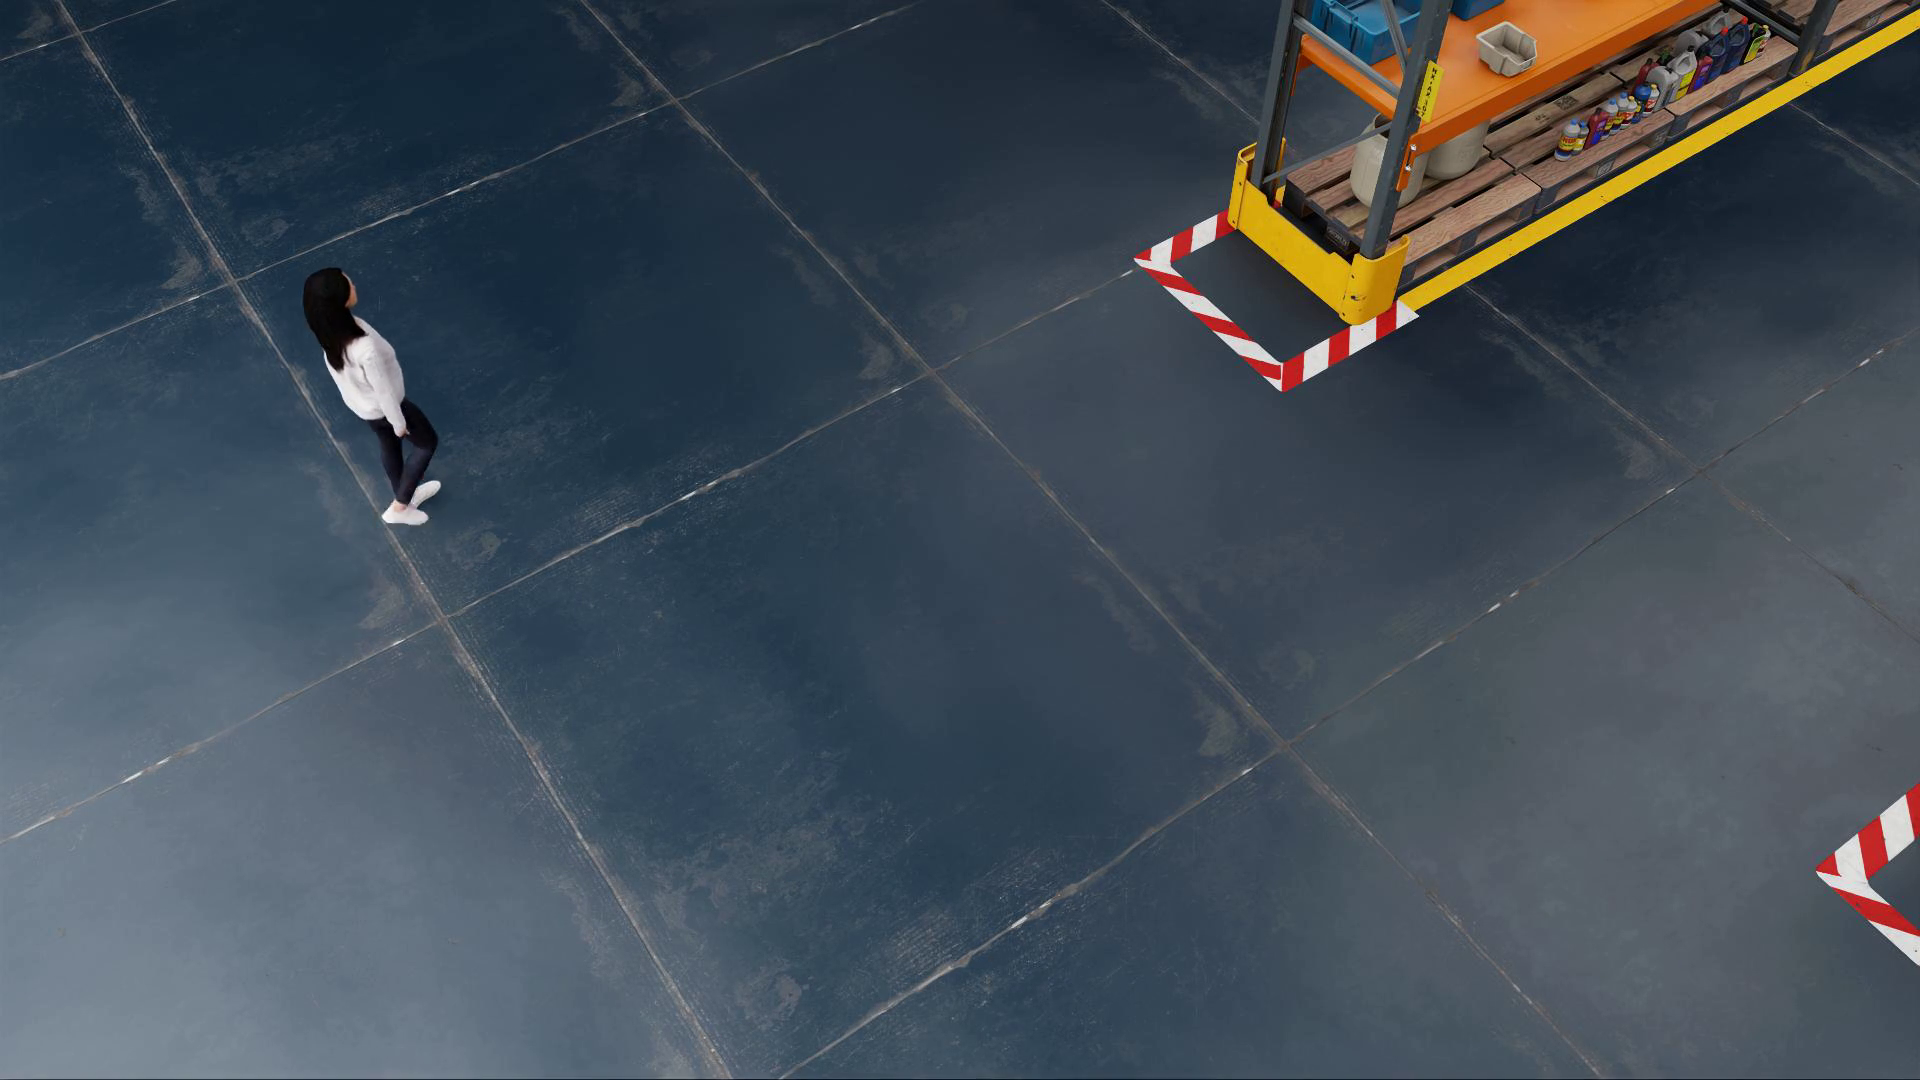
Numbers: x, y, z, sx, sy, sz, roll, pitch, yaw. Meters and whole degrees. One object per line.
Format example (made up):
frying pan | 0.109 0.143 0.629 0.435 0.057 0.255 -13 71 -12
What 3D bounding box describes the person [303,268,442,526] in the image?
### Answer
person | -2.926 -0.642 8.154 0.713 1.692 0.746 30 58 21
